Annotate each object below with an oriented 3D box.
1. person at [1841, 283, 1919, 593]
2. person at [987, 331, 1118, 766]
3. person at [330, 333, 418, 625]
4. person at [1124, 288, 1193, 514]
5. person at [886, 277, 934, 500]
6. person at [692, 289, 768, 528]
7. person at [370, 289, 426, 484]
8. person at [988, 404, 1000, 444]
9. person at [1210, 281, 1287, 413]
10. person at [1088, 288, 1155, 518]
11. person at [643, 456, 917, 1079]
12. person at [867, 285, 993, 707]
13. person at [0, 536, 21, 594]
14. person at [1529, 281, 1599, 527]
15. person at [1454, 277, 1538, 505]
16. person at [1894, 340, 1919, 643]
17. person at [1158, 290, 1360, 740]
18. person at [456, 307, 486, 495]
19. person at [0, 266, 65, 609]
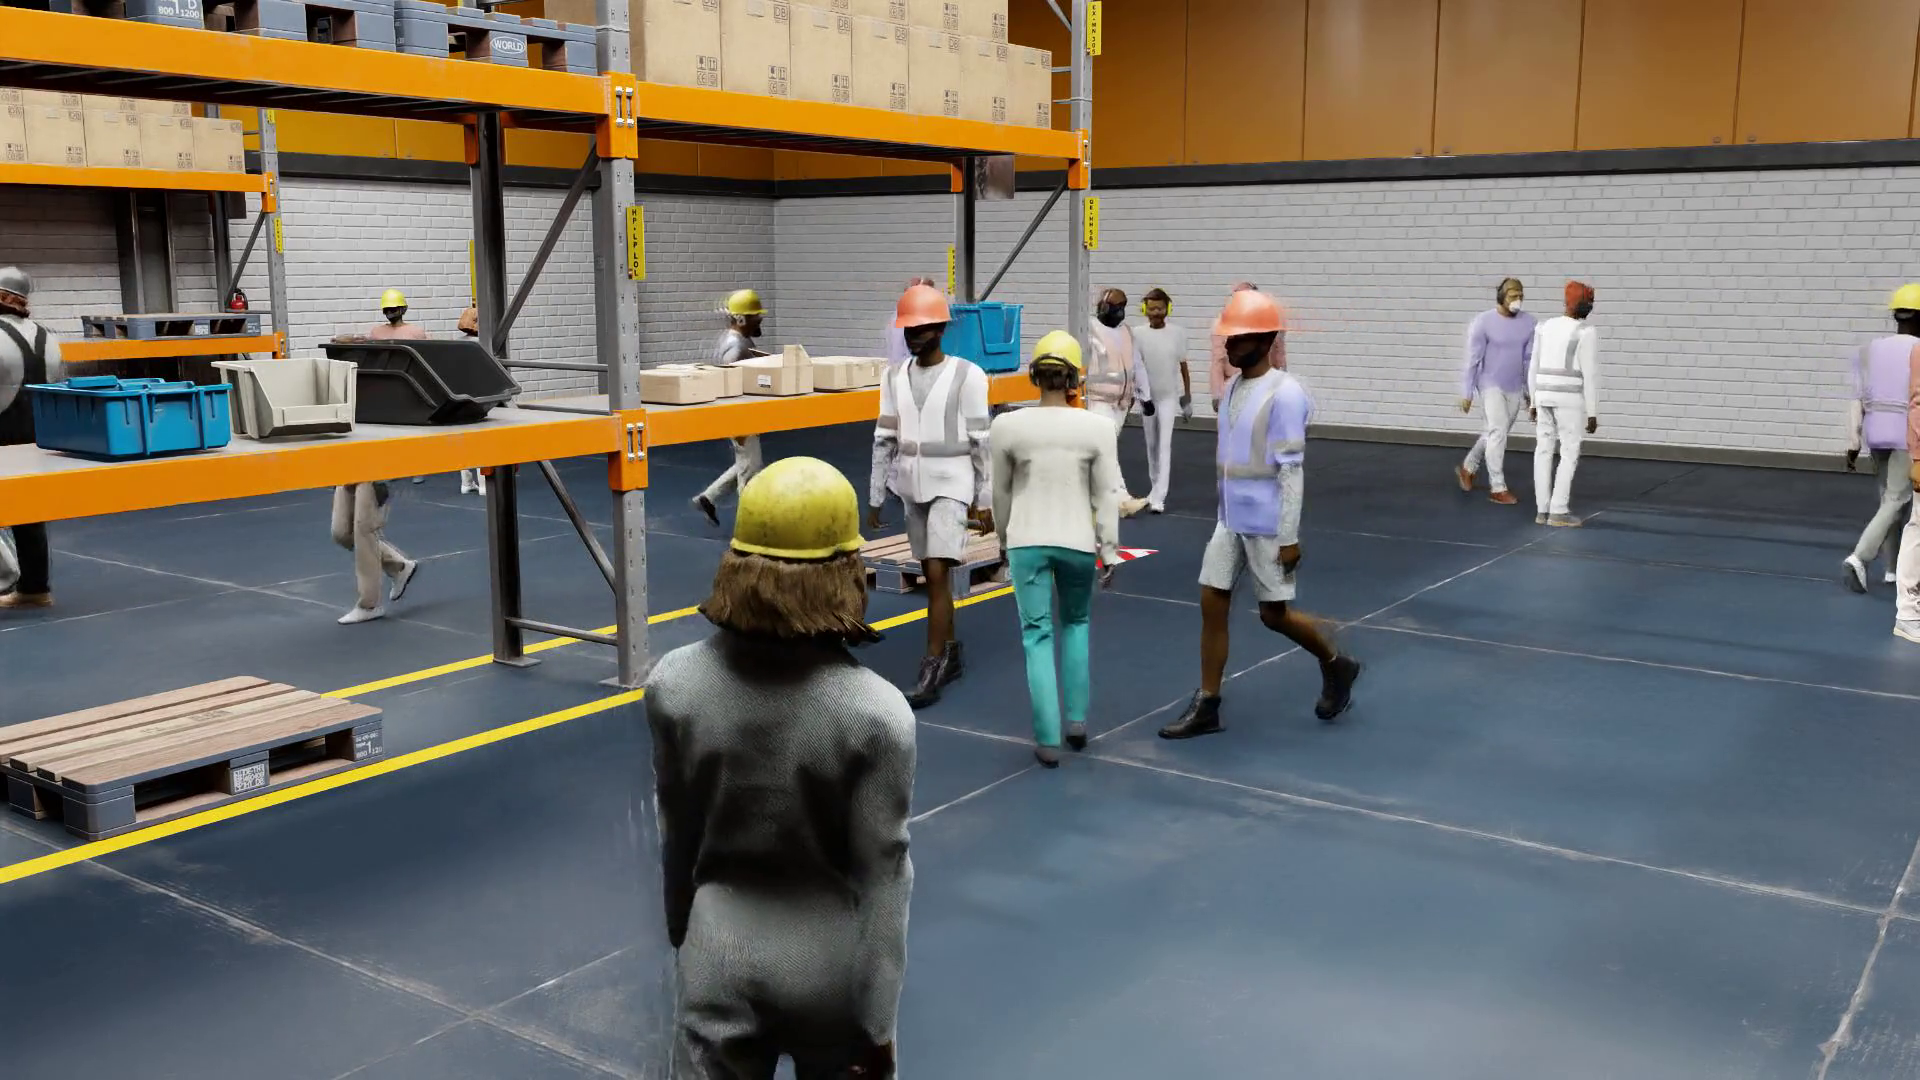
[{"bbox_3d":[5.721,-0.625,10.202,0.887,1.900,0.595,-5,11,-29],"label":"person"},{"bbox_3d":[0.372,0.024,6.794,0.519,1.737,0.606,0,10,-1],"label":"person"},{"bbox_3d":[-3.319,-0.353,9.355,0.536,1.622,0.481,8,13,41],"label":"person"},{"bbox_3d":[1.602,-1.137,13.532,0.554,1.811,0.950,3,10,18],"label":"person"},{"bbox_3d":[-0.409,-1.239,13.872,0.462,1.885,0.682,-3,10,-15],"label":"person"},{"bbox_3d":[-1.631,-0.899,12.048,0.547,1.820,0.604,-1,10,-6],"label":"person"},{"bbox_3d":[-5.087,-1.380,15.076,0.533,1.767,0.322,0,10,1],"label":"person"},{"bbox_3d":[0.019,-0.973,12.913,0.529,1.673,0.680,-6,11,-31],"label":"person"},{"bbox_3d":[2.461,-1.288,14.259,0.668,1.863,0.860,0,10,0],"label":"person"},{"bbox_3d":[1.235,-1.074,13.174,0.631,1.799,0.915,-8,13,-40],"label":"person"},{"bbox_3d":[-0.307,0.717,2.727,0.485,1.713,0.831,2,10,14],"label":"person"},{"bbox_3d":[-0.180,-0.205,7.663,0.571,1.900,0.845,6,11,31],"label":"person"},{"bbox_3d":[-6.062,-0.417,9.864,0.537,1.591,0.878,8,12,38],"label":"person"},{"bbox_3d":[4.584,-1.031,12.742,0.416,1.867,0.615,-6,11,-33],"label":"person"},{"bbox_3d":[4.504,-1.281,14.117,0.630,1.903,0.888,-4,10,-21],"label":"person"},{"bbox_3d":[5.295,-0.442,8.836,0.611,1.985,0.393,-3,10,-19],"label":"person"},{"bbox_3d":[1.292,-0.102,7.057,0.878,1.911,0.555,-5,11,-26],"label":"person"},{"bbox_3d":[-4.188,-1.204,14.421,0.508,1.632,0.264,7,12,35],"label":"person"},{"bbox_3d":[-5.479,-0.572,9.448,0.546,2.000,0.812,2,10,12],"label":"person"}]
